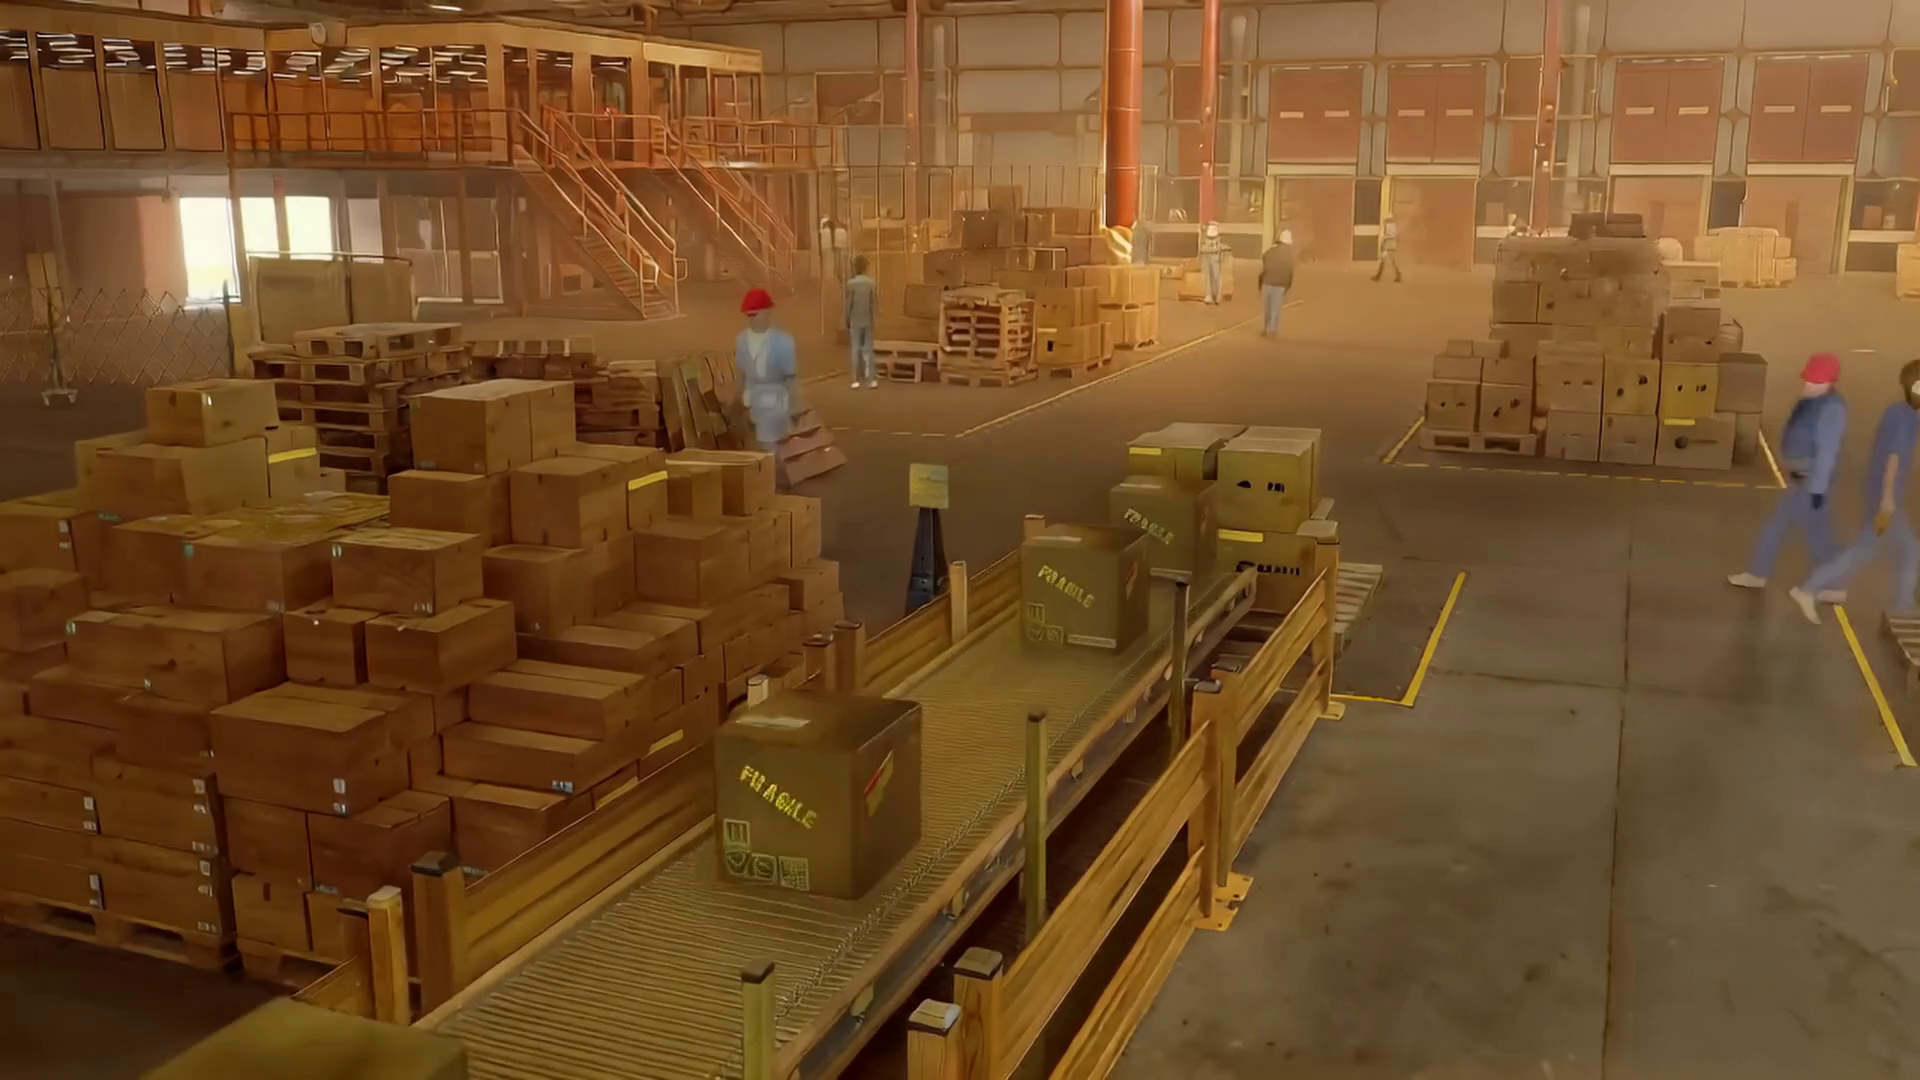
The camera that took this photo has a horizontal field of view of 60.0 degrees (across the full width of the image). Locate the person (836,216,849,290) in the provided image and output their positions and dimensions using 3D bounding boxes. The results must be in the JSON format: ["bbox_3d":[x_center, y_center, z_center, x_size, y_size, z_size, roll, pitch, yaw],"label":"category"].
[{"bbox_3d":[-2.926,-7.262,42.108,0.429,1.842,0.636,-3,13,-13],"label":"person"}]

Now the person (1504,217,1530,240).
[{"bbox_3d":[12.541,-6.296,37.530,0.605,1.951,0.379,0,13,0],"label":"person"}]

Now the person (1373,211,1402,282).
[{"bbox_3d":[11.642,-7.941,45.049,0.548,1.902,0.957,-6,14,-24],"label":"person"}]

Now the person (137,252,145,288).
[{"bbox_3d":[-21.327,-7.441,42.858,0.660,1.862,0.993,-5,13,-21],"label":"person"}]

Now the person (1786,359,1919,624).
[{"bbox_3d":[5.980,-0.283,10.844,0.875,1.837,0.508,4,13,18],"label":"person"}]

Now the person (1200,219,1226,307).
[{"bbox_3d":[5.613,-6.147,36.940,0.381,1.917,0.585,-11,16,-40],"label":"person"}]

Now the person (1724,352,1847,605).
[{"bbox_3d":[5.927,-0.454,11.747,0.679,1.773,0.641,2,13,11],"label":"person"}]

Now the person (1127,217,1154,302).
[{"bbox_3d":[4.149,-6.458,38.281,0.627,1.941,0.370,4,13,17],"label":"person"}]

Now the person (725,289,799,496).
[{"bbox_3d":[-1.772,-1.149,14.336,0.624,1.993,1.031,10,16,38],"label":"person"}]

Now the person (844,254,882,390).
[{"bbox_3d":[-1.346,-3.011,22.991,0.534,1.864,0.310,-2,13,-10],"label":"person"}]

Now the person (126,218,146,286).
[{"bbox_3d":[-20.587,-7.109,41.375,0.470,1.856,0.549,2,13,10],"label":"person"}]

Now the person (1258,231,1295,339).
[{"bbox_3d":[5.634,-4.564,29.804,0.686,1.928,0.845,6,14,24],"label":"person"}]
